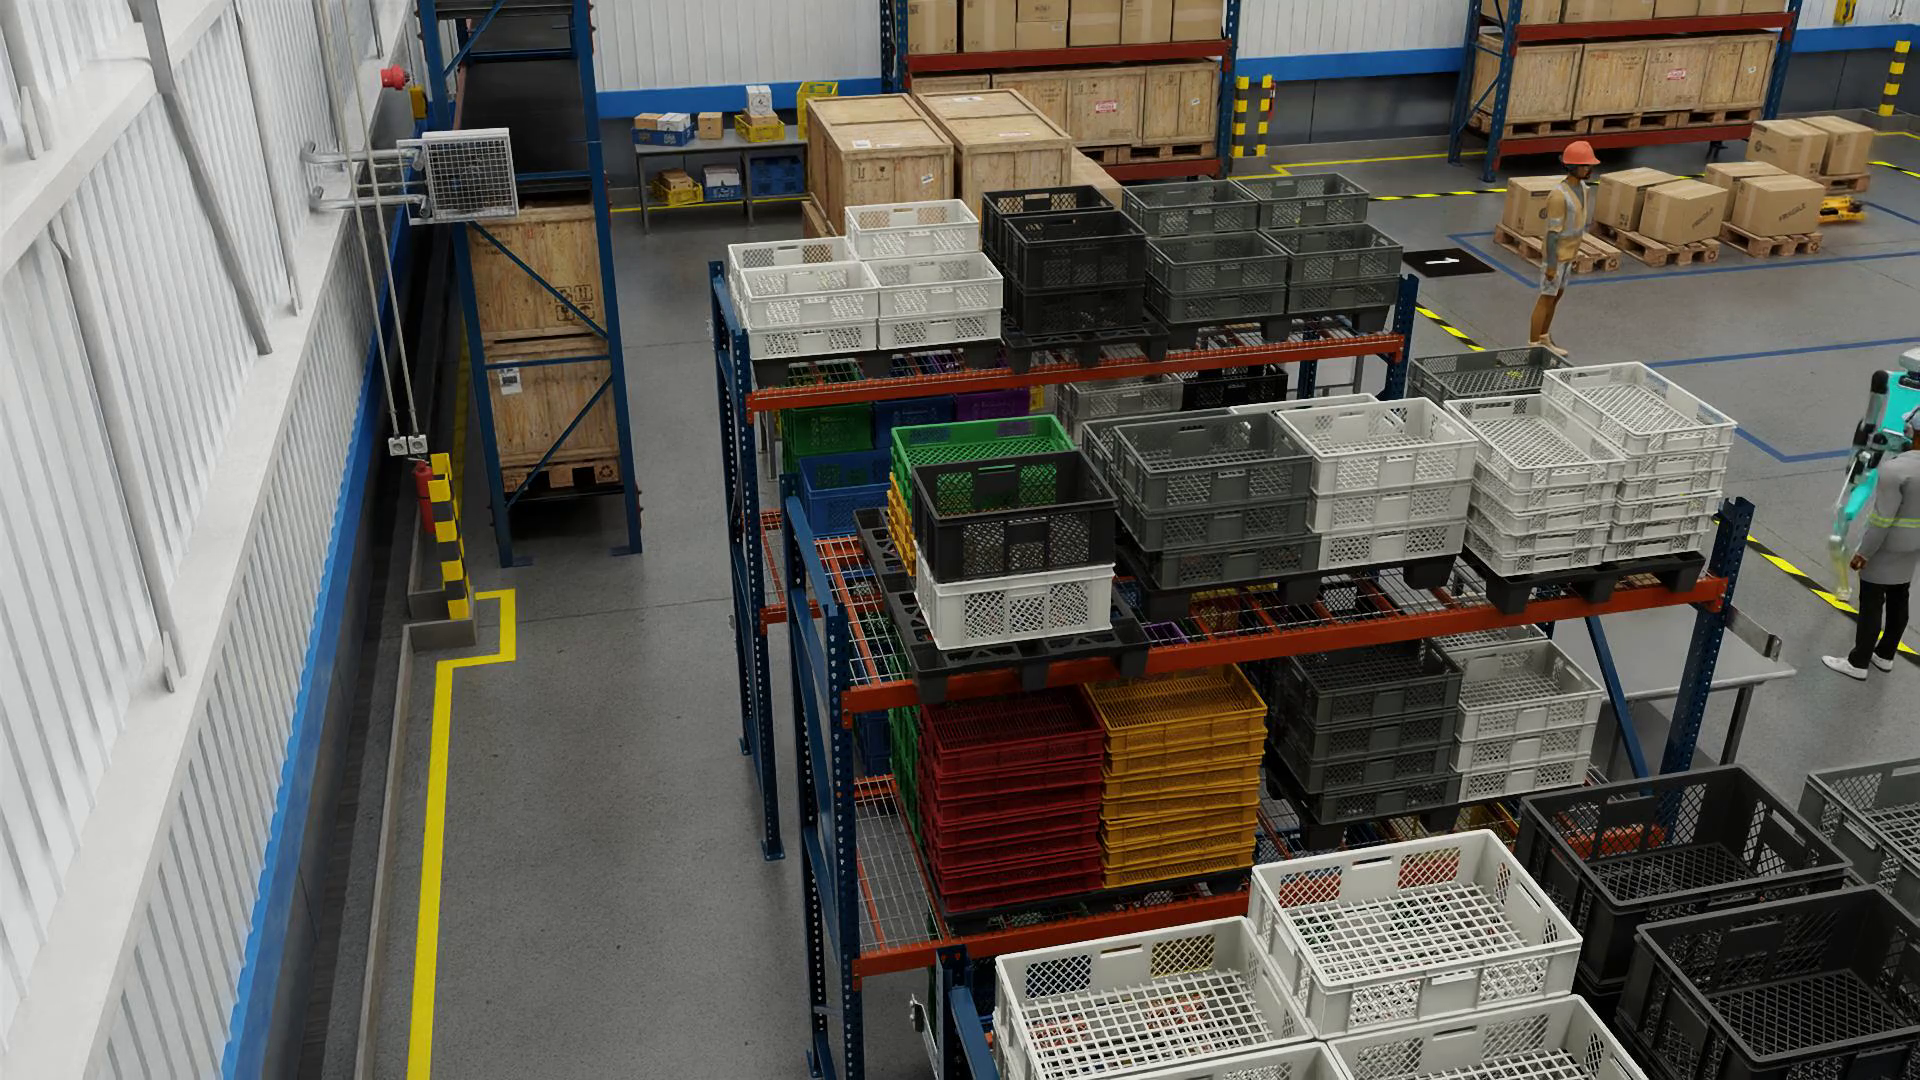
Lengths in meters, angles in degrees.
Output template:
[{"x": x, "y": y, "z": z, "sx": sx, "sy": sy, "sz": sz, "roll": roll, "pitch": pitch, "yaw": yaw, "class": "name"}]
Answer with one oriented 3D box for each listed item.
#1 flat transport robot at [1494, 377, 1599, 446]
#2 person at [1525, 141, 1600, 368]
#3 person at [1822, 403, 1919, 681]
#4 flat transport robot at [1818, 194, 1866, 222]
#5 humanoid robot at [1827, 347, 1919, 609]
[{"x": 4.780, "y": -1.036, "z": 14.013, "sx": 0.659, "sy": 0.231, "sz": 1.431, "roll": -6, "pitch": 28, "yaw": -12, "class": "flat transport robot"}, {"x": 5.451, "y": -2.585, "z": 15.046, "sx": 0.365, "sy": 2.048, "sz": 0.607, "roll": 19, "pitch": 33, "yaw": 32, "class": "person"}, {"x": 5.788, "y": 0.002, "z": 10.345, "sx": 0.597, "sy": 1.850, "sz": 0.395, "roll": -11, "pitch": 30, "yaw": -20, "class": "person"}, {"x": 10.002, "y": -4.093, "z": 19.782, "sx": 0.652, "sy": 0.197, "sz": 1.431, "roll": -6, "pitch": 28, "yaw": -12, "class": "flat transport robot"}, {"x": 6.145, "y": -0.354, "z": 11.175, "sx": 0.810, "sy": 1.795, "sz": 0.535, "roll": -24, "pitch": 36, "yaw": -37, "class": "humanoid robot"}]
